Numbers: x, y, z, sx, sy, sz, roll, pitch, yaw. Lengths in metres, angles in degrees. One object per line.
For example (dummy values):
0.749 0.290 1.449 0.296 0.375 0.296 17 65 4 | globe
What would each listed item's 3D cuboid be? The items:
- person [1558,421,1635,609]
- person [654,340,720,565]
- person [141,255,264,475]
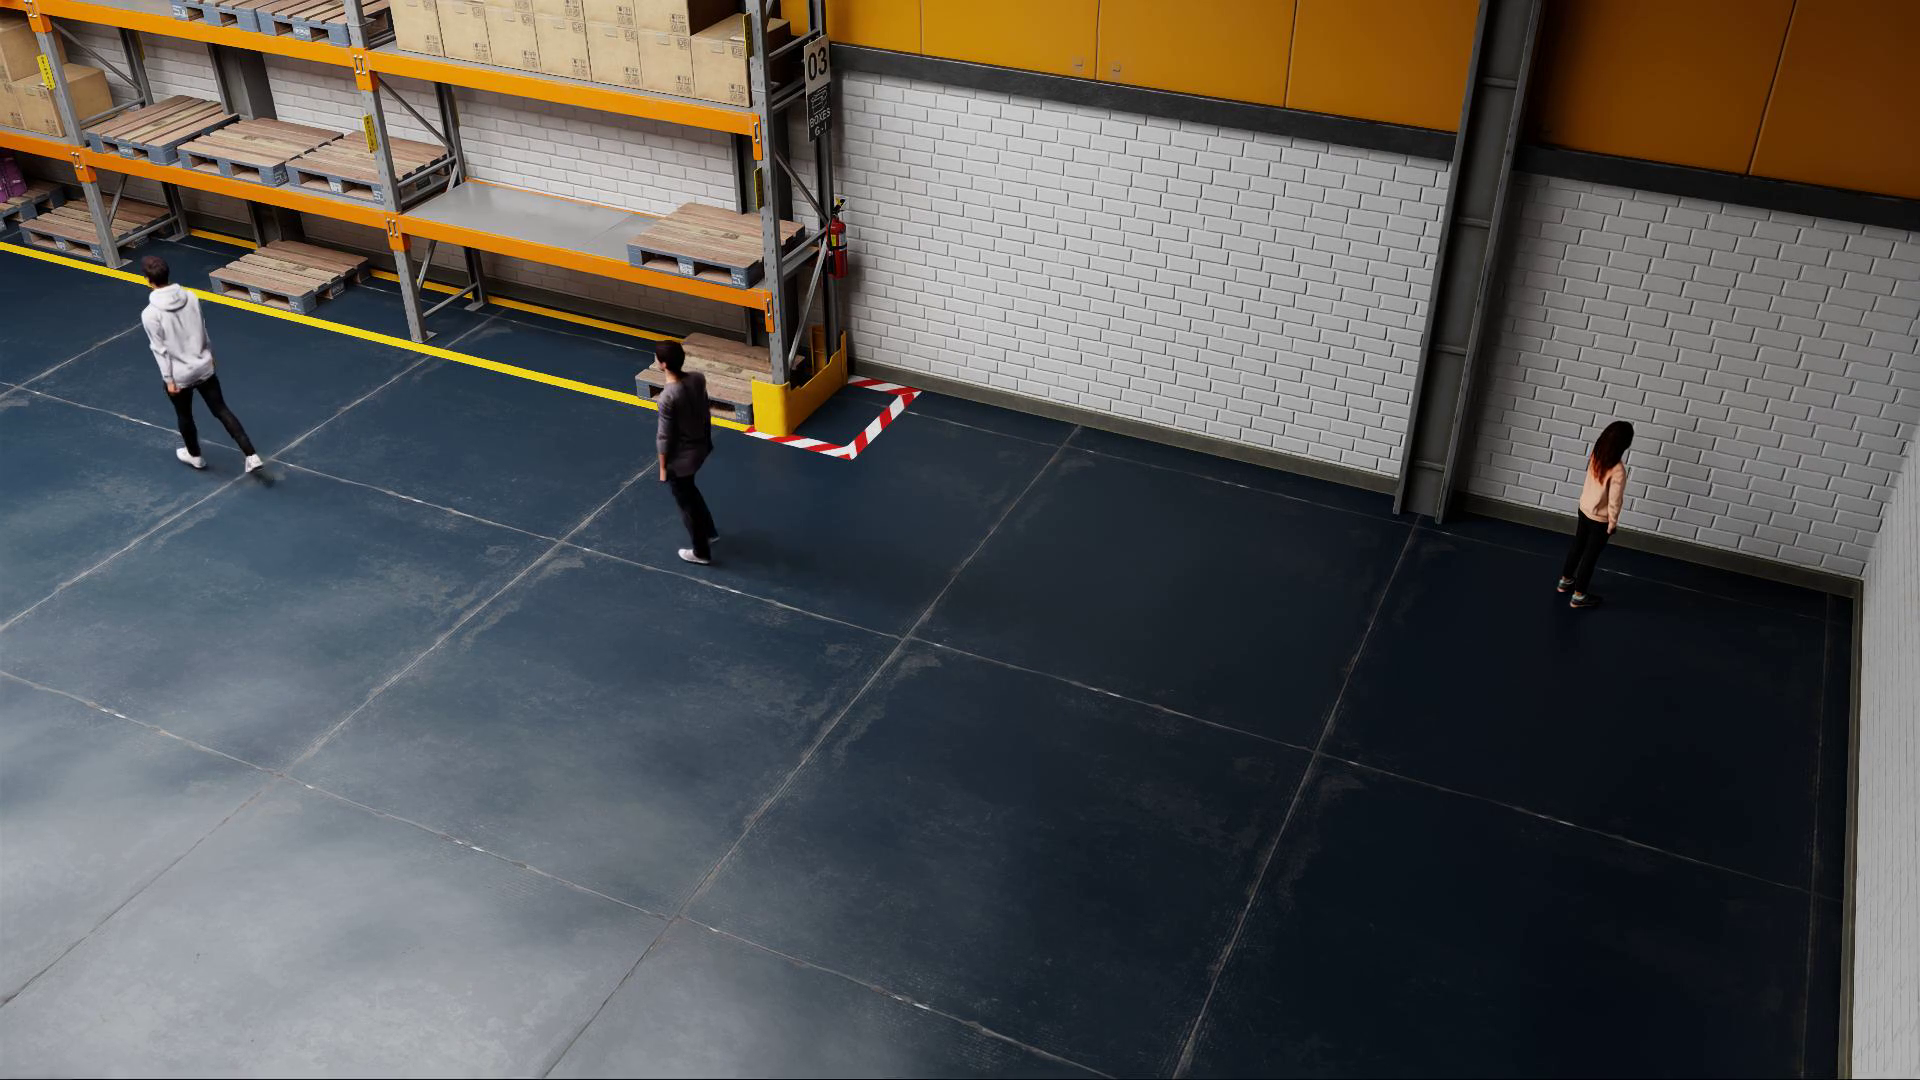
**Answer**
4.584 -0.202 11.969 0.662 1.482 0.634 -6 34 -8 | person
-1.950 -0.624 12.282 0.620 1.839 0.698 16 37 22 | person
-6.092 -1.336 13.307 1.240 1.890 0.796 20 39 27 | person
